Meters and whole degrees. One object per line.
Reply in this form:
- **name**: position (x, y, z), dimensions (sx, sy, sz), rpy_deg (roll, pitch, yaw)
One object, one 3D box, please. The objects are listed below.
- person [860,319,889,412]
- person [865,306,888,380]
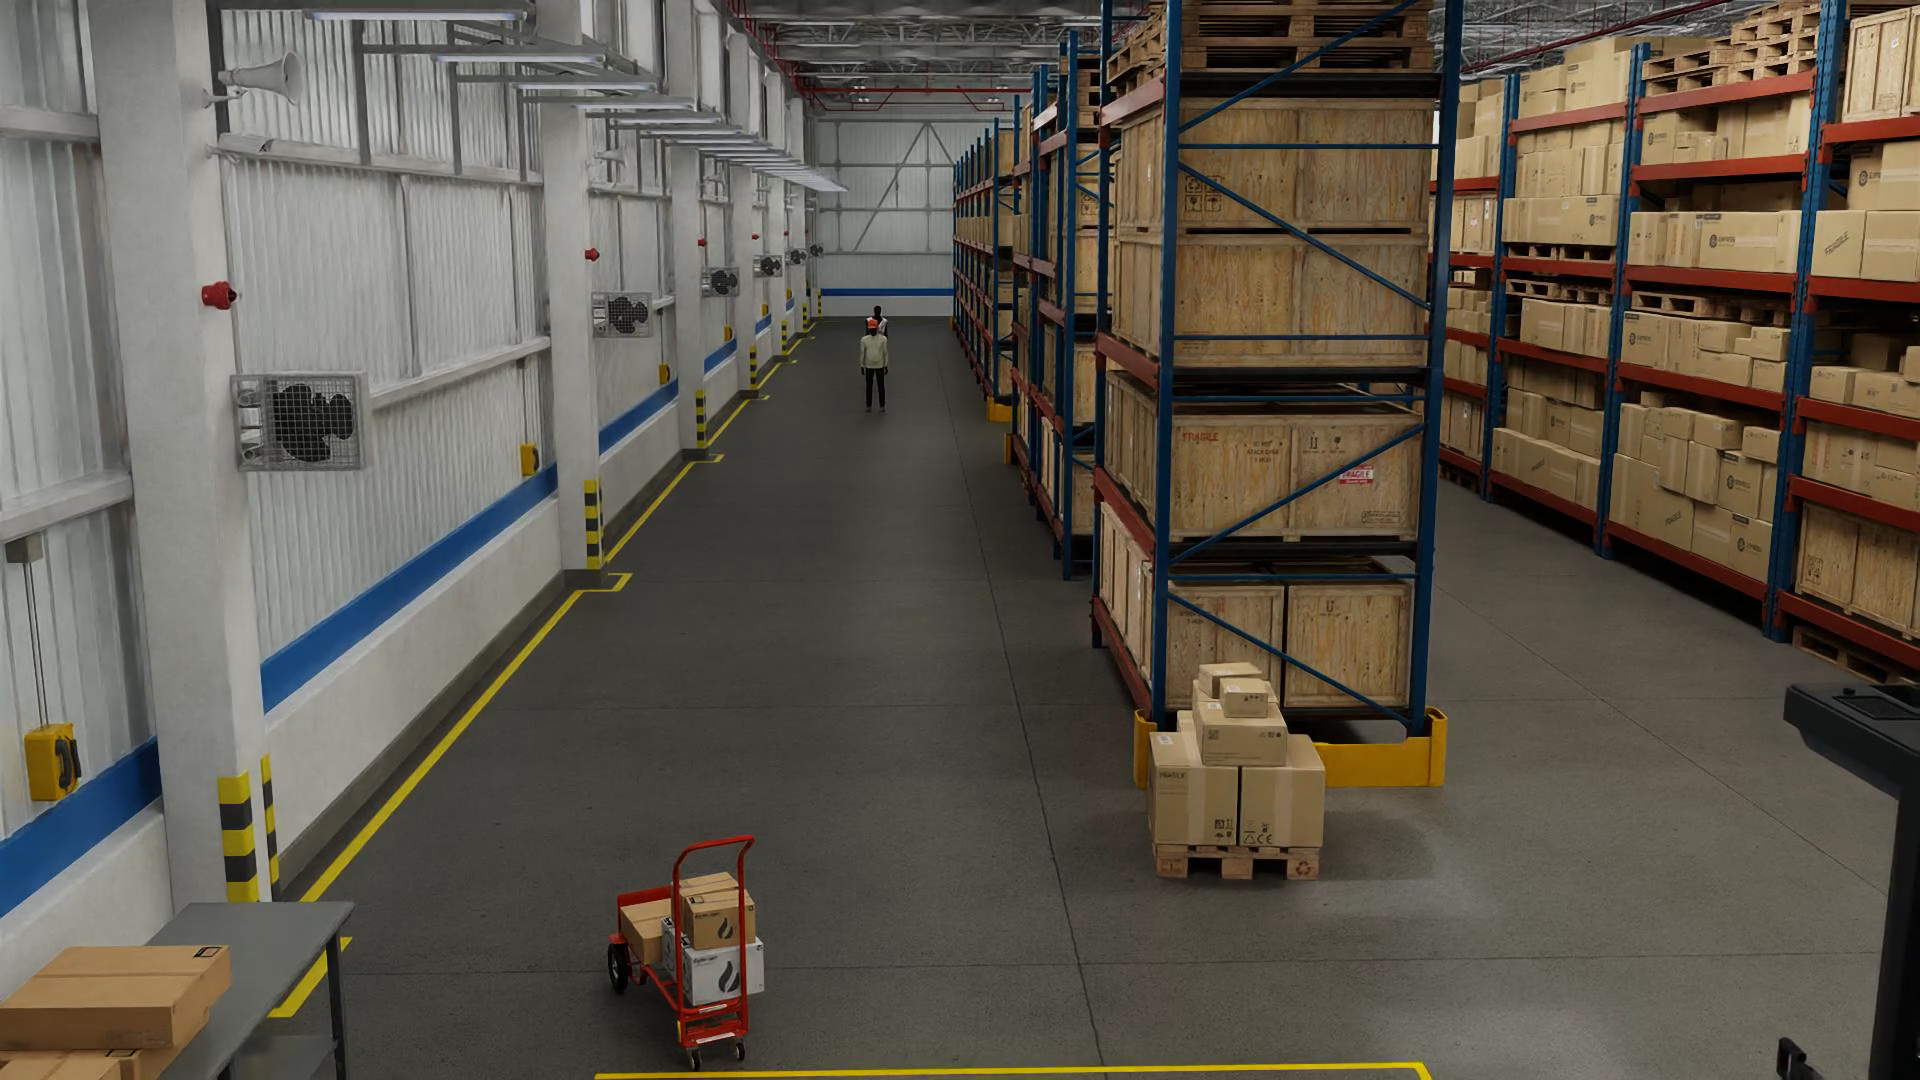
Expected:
- **person**: position (-1.831, -3.727, 35.581), dimensions (0.622, 1.986, 0.410), rpy_deg (0, 11, 2)
- **person**: position (-2.144, -5.076, 42.813), dimensions (0.595, 1.907, 0.414), rpy_deg (-4, 11, -19)
